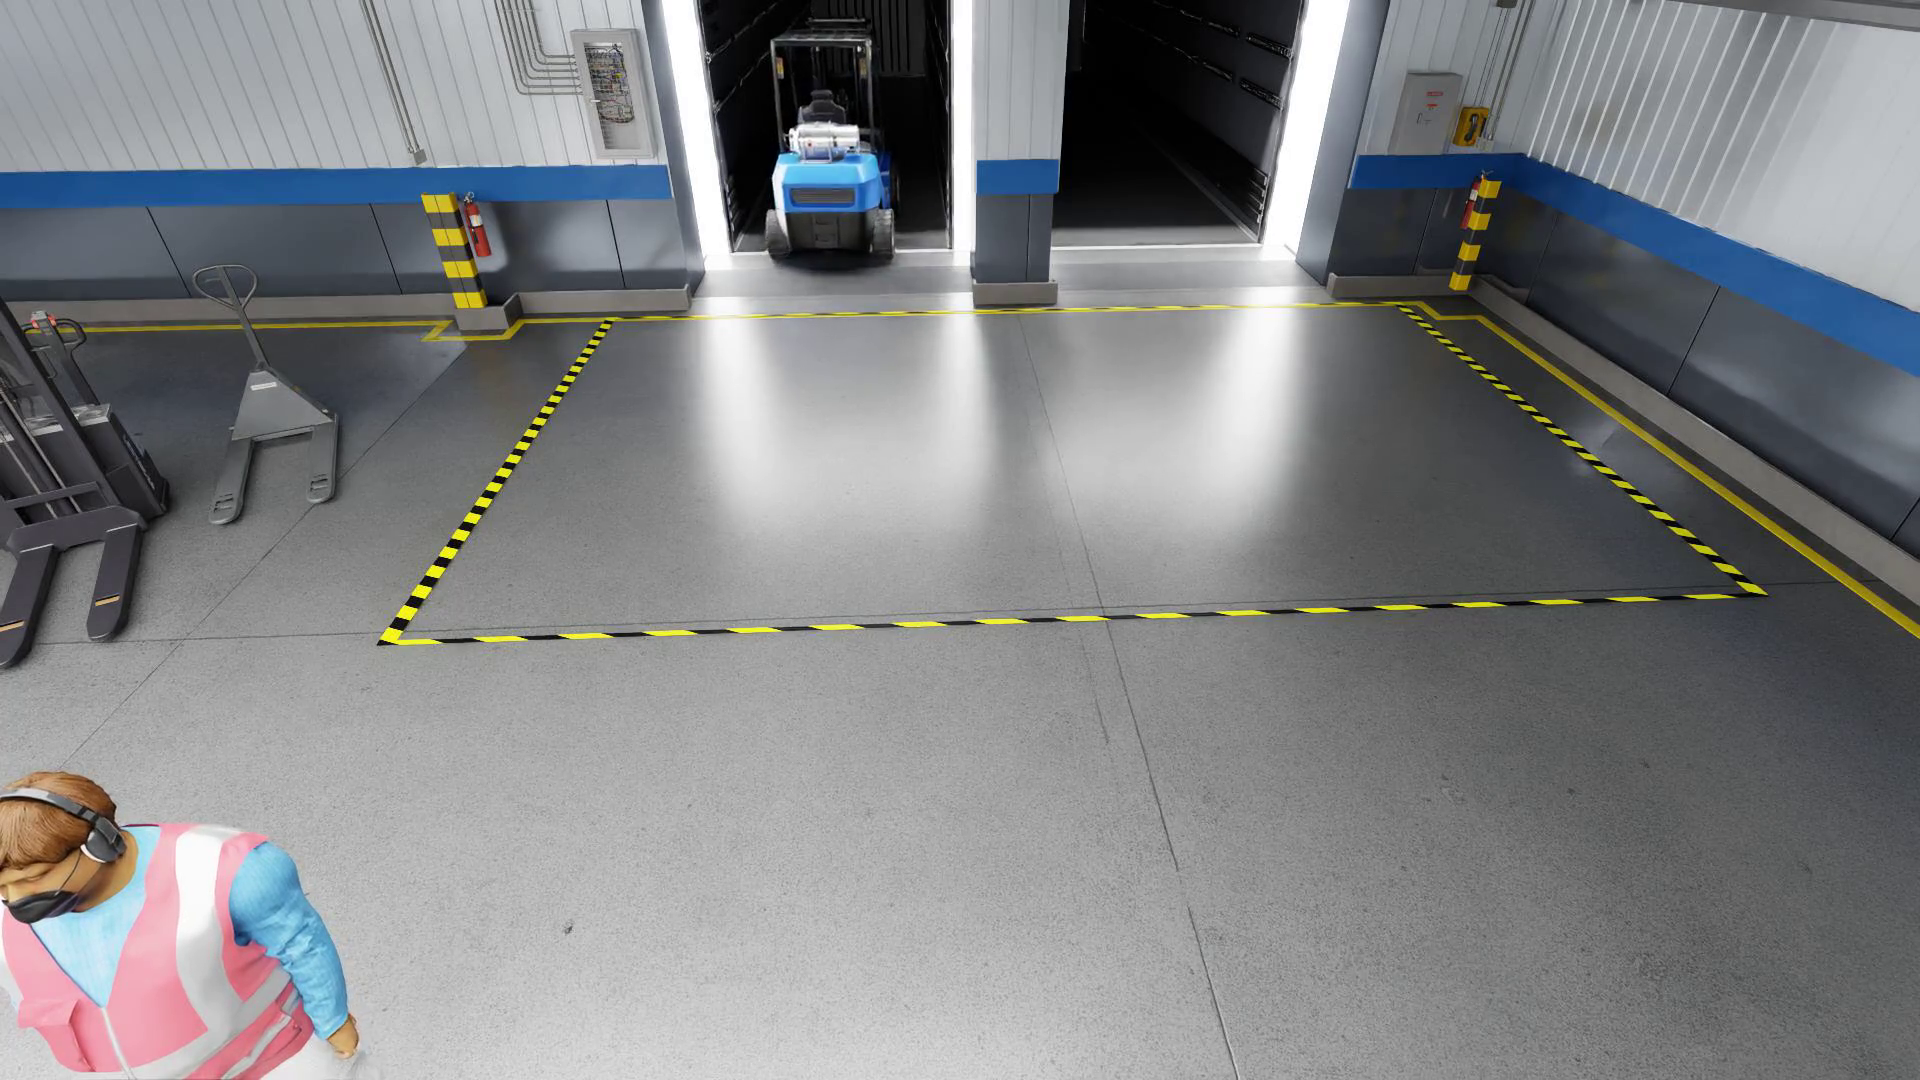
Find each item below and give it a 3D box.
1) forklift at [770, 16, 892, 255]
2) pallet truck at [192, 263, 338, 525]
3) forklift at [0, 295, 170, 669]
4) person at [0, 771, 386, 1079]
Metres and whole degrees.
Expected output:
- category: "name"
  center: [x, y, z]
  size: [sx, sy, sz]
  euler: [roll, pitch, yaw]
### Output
- category: "forklift"
  center: [-1.412, -4.587, 10.252]
  size: [1.157, 2.036, 2.680]
  euler: [0, 35, 0]
- category: "pallet truck"
  center: [-4.778, -1.027, 6.128]
  size: [0.680, 1.201, 1.601]
  euler: [-17, 38, -23]
- category: "forklift"
  center: [-5.212, -0.618, 4.878]
  size: [0.823, 1.965, 1.885]
  euler: [-20, 39, -26]
- category: "person"
  center: [-1.869, 1.260, 2.315]
  size: [0.619, 1.845, 0.430]
  euler: [-8, 36, -11]
